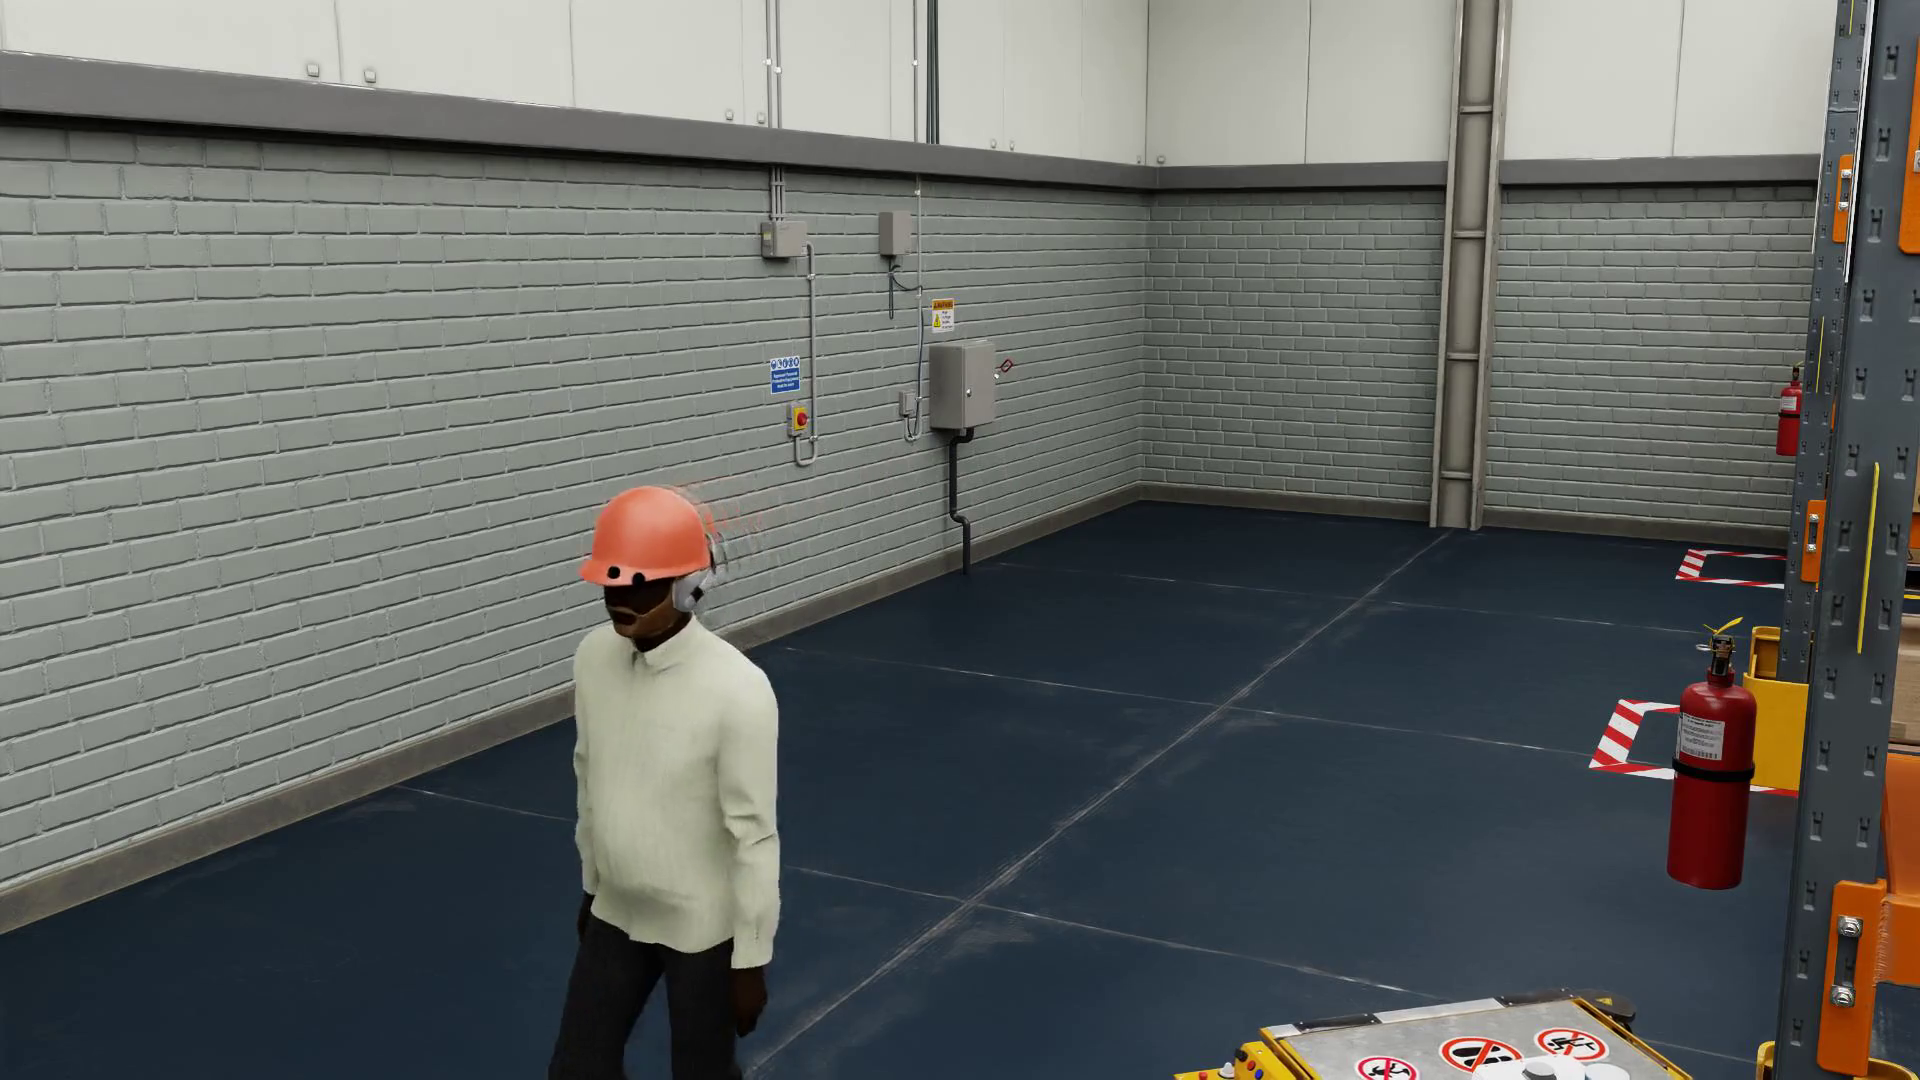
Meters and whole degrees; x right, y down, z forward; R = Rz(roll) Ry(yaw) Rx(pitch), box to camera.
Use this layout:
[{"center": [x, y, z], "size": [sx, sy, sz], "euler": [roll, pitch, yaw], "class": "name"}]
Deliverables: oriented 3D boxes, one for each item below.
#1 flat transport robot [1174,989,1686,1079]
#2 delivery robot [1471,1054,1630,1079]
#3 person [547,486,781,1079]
[{"center": [1.387, 1.545, 4.649], "size": [1.431, 0.197, 0.652], "euler": [-3, 11, -14], "class": "flat transport robot"}, {"center": [1.517, 1.486, 3.938], "size": [0.477, 0.478, 0.707], "euler": [-3, 11, -14], "class": "delivery robot"}, {"center": [-0.673, 0.852, 3.763], "size": [0.655, 1.974, 0.472], "euler": [7, 13, 34], "class": "person"}]
